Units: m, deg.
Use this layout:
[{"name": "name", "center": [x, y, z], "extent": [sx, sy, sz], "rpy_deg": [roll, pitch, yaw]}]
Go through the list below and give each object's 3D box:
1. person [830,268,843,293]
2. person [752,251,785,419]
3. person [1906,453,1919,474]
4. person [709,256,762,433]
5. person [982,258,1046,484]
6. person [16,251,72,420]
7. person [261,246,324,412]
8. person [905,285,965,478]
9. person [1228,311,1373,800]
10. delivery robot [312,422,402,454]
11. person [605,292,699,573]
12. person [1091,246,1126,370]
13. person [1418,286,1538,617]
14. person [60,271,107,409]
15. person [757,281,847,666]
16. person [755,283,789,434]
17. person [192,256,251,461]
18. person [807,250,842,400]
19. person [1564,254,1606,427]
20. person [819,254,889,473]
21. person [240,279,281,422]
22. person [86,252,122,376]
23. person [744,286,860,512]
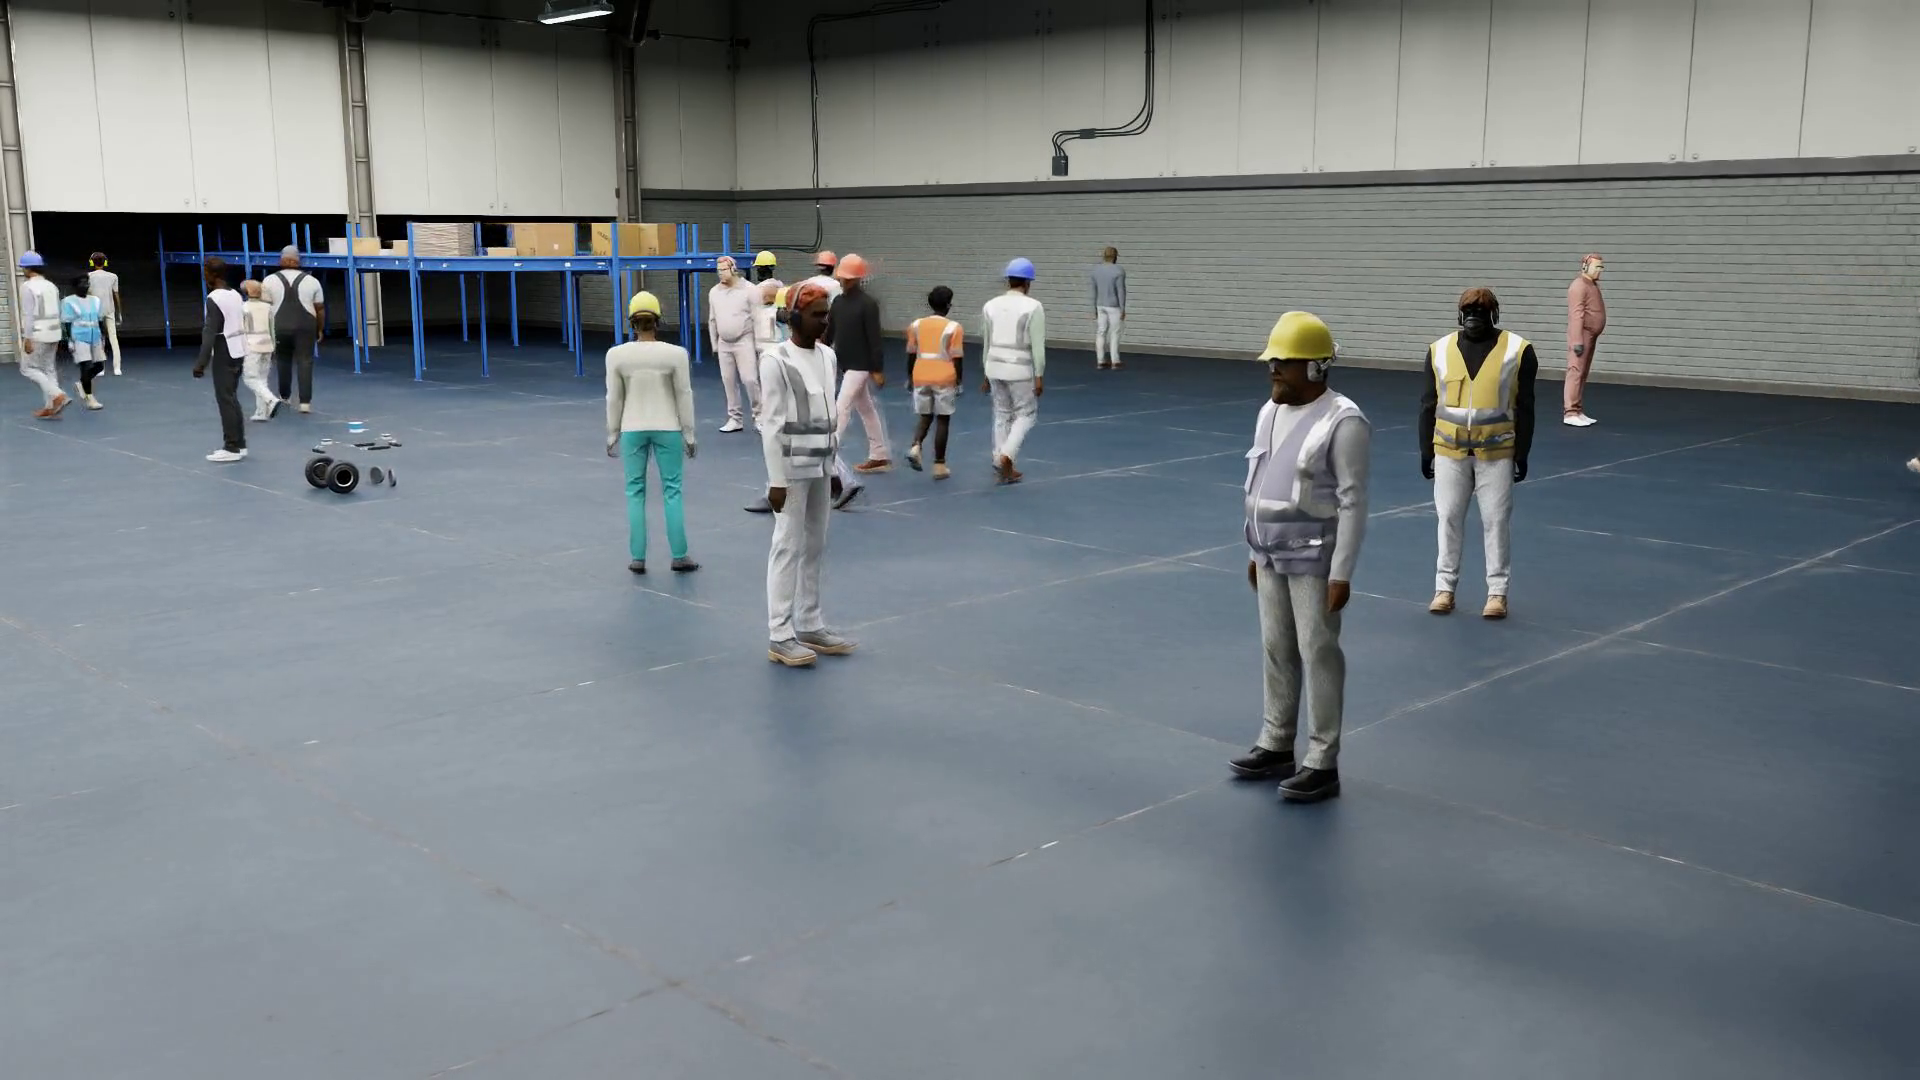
[{"name": "person", "center": [-1.798, -3.180, 24.482], "extent": [0.498, 1.633, 0.284], "rpy_deg": [0, 10, 3]}, {"name": "person", "center": [-2.222, -2.370, 19.262], "extent": [0.370, 1.927, 0.588], "rpy_deg": [3, 11, 18]}, {"name": "person", "center": [8.229, -1.323, 13.806], "extent": [0.401, 1.831, 0.552], "rpy_deg": [3, 11, 17]}, {"name": "person", "center": [-2.407, -2.099, 17.892], "extent": [0.670, 1.891, 0.434], "rpy_deg": [5, 12, 26]}, {"name": "person", "center": [0.446, -1.424, 14.107], "extent": [0.654, 1.922, 0.563], "rpy_deg": [7, 13, 35]}, {"name": "person", "center": [-10.518, -2.336, 19.056], "extent": [0.464, 1.930, 0.638], "rpy_deg": [0, 10, 3]}, {"name": "person", "center": [-8.082, -2.578, 20.203], "extent": [0.694, 2.000, 1.017], "rpy_deg": [-4, 11, -21]}, {"name": "person", "center": [-0.229, -1.374, 14.494], "extent": [0.576, 1.674, 0.435], "rpy_deg": [5, 12, 26]}, {"name": "person", "center": [1.274, 0.055, 6.301], "extent": [0.404, 1.827, 0.599], "rpy_deg": [-5, 12, -26]}, {"name": "delivery robot", "center": [-5.083, -0.877, 14.014], "extent": [0.698, 0.223, 0.335], "rpy_deg": [-9, 14, -42]}, {"name": "person", "center": [-1.926, -0.672, 10.493], "extent": [0.608, 1.759, 0.343], "rpy_deg": [-1, 10, -7]}, {"name": "person", "center": [2.355, -3.664, 26.292], "extent": [0.633, 1.938, 0.358], "rpy_deg": [9, 14, 40]}, {"name": "person", "center": [2.873, -0.494, 9.301], "extent": [0.629, 1.838, 0.429], "rpy_deg": [5, 12, 27]}, {"name": "person", "center": [-10.776, -2.458, 20.418], "extent": [0.567, 1.683, 0.540], "rpy_deg": [5, 12, 27]}, {"name": "person", "center": [-0.780, -0.337, 8.288], "extent": [0.337, 1.883, 0.584], "rpy_deg": [5, 12, 27]}, {"name": "person", "center": [-1.897, -1.823, 17.119], "extent": [0.489, 1.611, 0.590], "rpy_deg": [-6, 12, -32]}, {"name": "person", "center": [-6.957, -1.711, 15.718], "extent": [0.449, 1.914, 0.610], "rpy_deg": [-1, 10, -5]}, {"name": "person", "center": [-1.750, -2.735, 21.276], "extent": [0.558, 1.918, 0.553], "rpy_deg": [6, 12, 31]}, {"name": "person", "center": [6.990, -2.232, 18.578], "extent": [0.401, 1.904, 0.641], "rpy_deg": [7, 12, 33]}, {"name": "person", "center": [-1.037, -1.522, 14.587], "extent": [1.018, 1.926, 0.716], "rpy_deg": [-6, 12, -29]}, {"name": "person", "center": [-7.902, -2.129, 18.782], "extent": [0.568, 1.623, 0.509], "rpy_deg": [6, 12, 28]}, {"name": "person", "center": [-12.995, -3.425, 25.213], "extent": [0.515, 1.862, 0.313], "rpy_deg": [-8, 13, -38]}, {"name": "person", "center": [-1.208, -1.076, 12.739], "extent": [0.850, 1.733, 0.535], "rpy_deg": [1, 10, 4]}]
